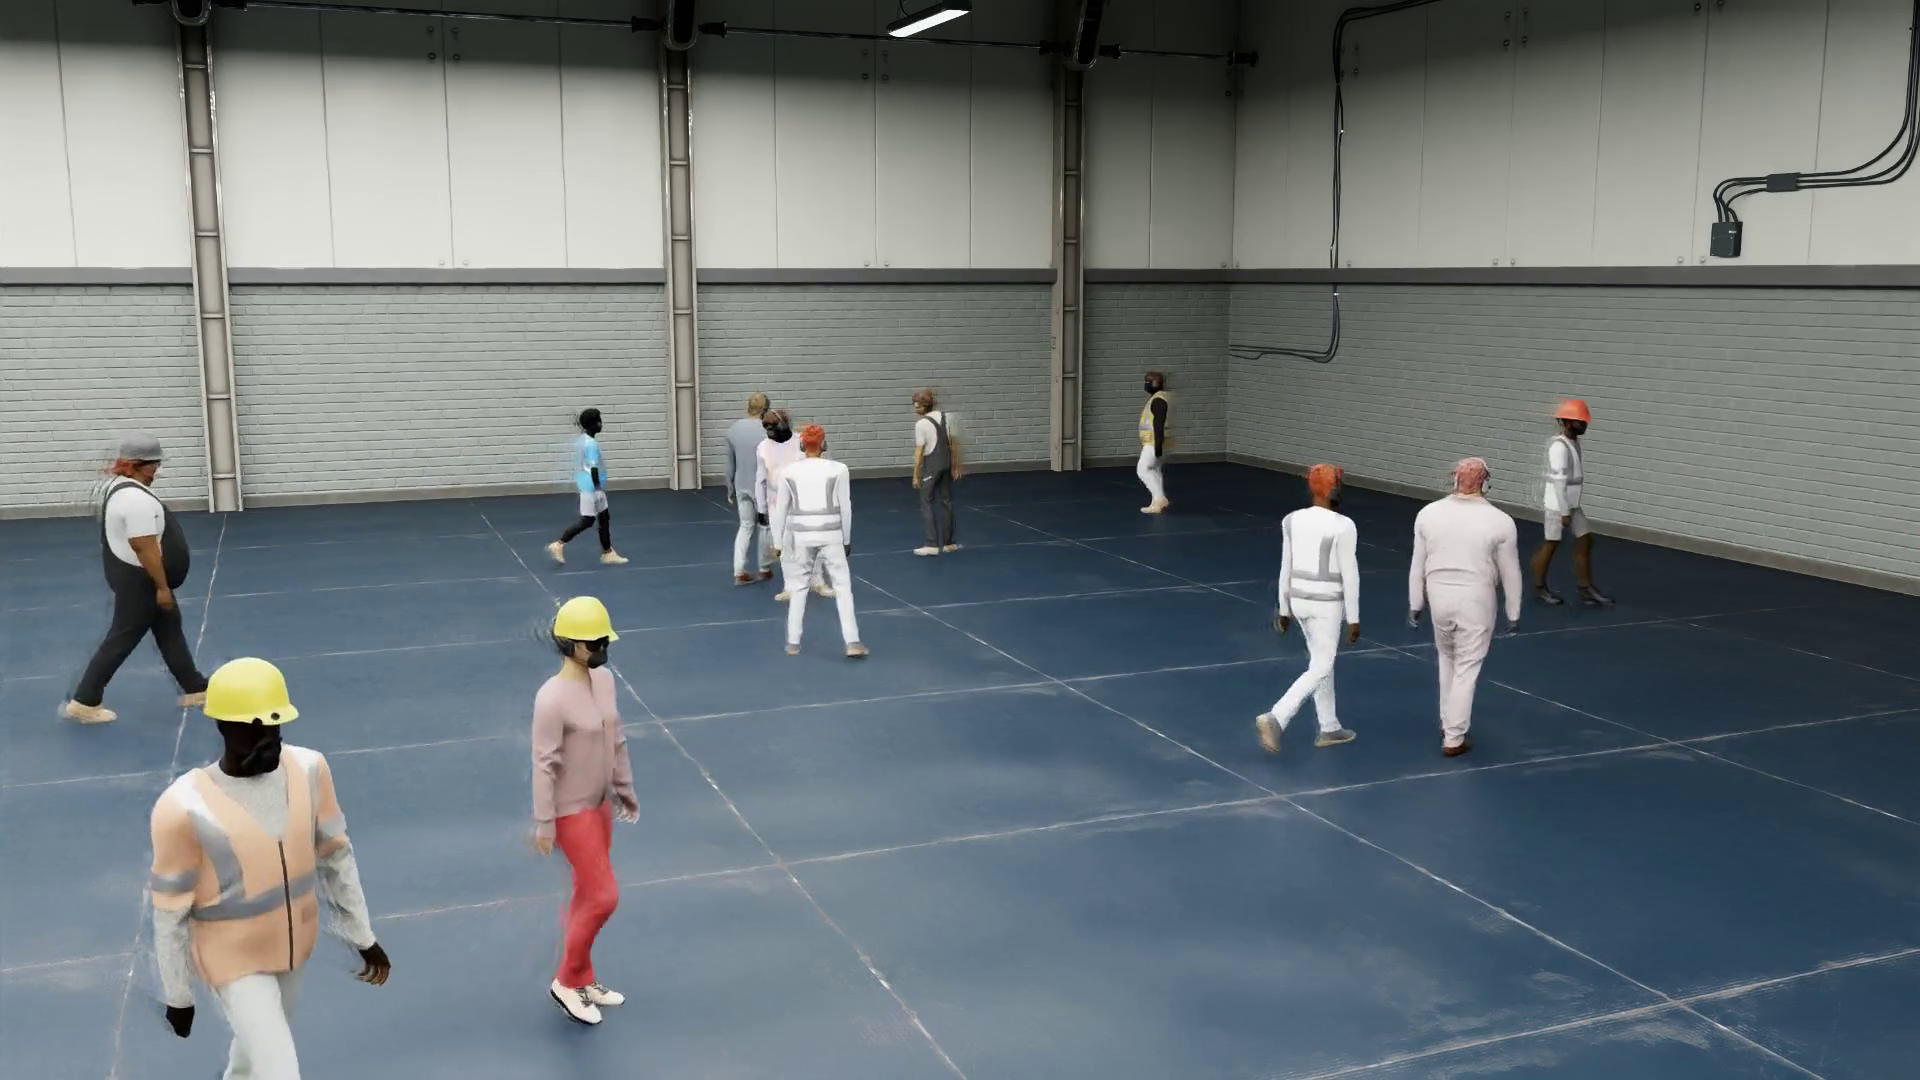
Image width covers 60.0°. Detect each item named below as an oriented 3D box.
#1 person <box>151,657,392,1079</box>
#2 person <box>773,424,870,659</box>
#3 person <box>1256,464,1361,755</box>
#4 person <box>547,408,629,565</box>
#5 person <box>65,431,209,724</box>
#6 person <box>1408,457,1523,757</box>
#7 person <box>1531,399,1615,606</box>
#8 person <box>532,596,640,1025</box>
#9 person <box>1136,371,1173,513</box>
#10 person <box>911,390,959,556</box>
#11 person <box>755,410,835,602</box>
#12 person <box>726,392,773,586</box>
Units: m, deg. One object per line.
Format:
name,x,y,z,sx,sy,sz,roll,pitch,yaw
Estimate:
person,-2.110,1.286,5.161,1.009,1.872,0.596,5,10,26
person,-1.101,0.023,13.168,0.800,1.859,0.543,1,9,9
person,2.214,0.446,10.520,0.856,1.856,0.602,-6,11,-34
person,-3.895,-0.546,17.302,0.767,1.676,0.533,-2,9,-13
person,-5.643,0.213,11.376,1.046,2.000,0.693,-6,11,-31
person,3.266,0.410,10.618,0.680,1.880,0.754,7,12,39
person,5.620,-0.315,15.114,0.856,1.902,0.566,7,12,39
person,-1.504,1.091,6.782,0.421,1.756,0.531,2,9,13
person,2.461,-1.227,21.091,0.458,1.823,0.649,1,9,7
person,-0.235,-0.736,18.113,0.654,1.806,0.344,-8,12,-41
person,-1.548,-0.324,15.532,0.690,1.803,0.615,2,9,14
person,-1.968,-0.500,16.317,0.696,1.899,0.670,5,10,28
